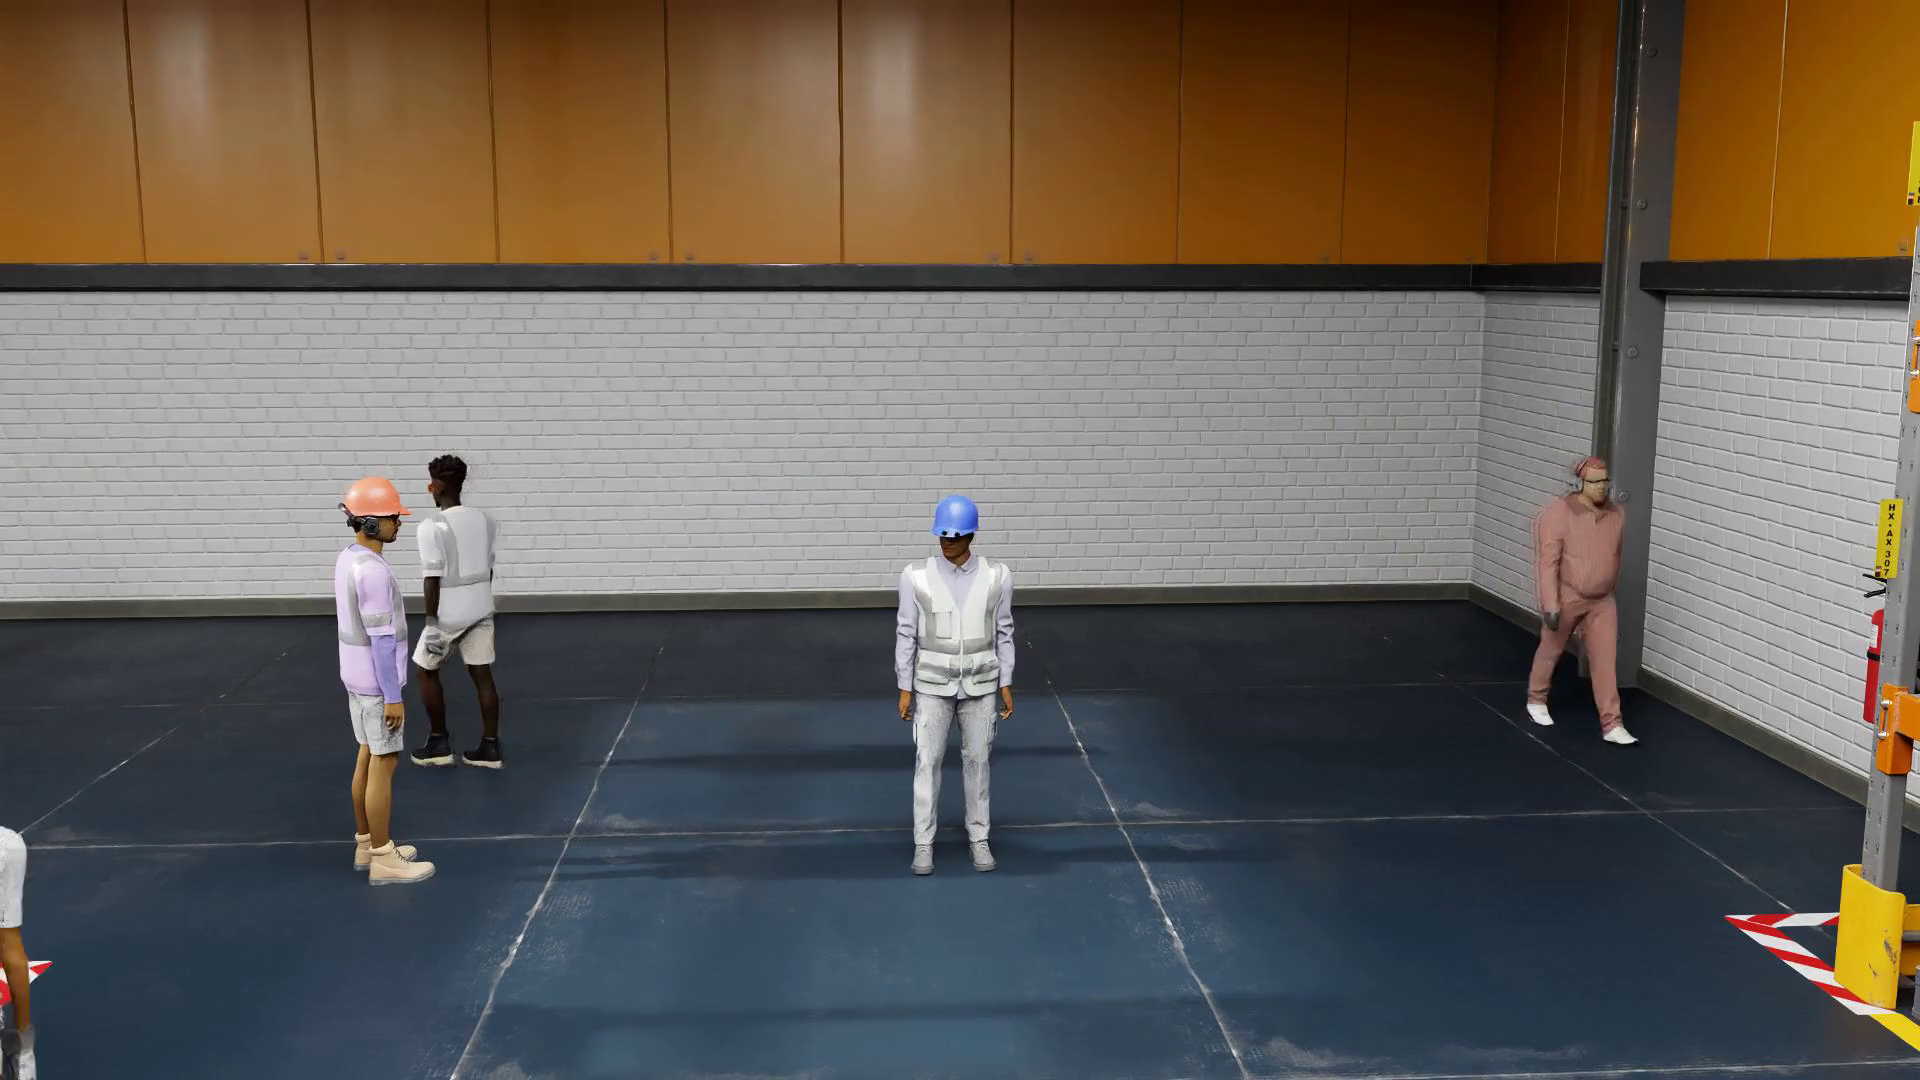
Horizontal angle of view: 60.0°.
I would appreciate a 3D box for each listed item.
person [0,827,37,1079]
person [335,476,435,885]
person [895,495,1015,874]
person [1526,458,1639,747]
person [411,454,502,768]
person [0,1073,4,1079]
[{"bbox_3d":[-2.831,1.410,4.542,0.543,1.836,0.652,-3,10,-18],"label":"person"},{"bbox_3d":[-2.898,0.697,8.333,0.372,2.042,0.615,-6,11,-32],"label":"person"},{"bbox_3d":[-0.021,0.730,8.432,0.615,1.942,0.398,-1,9,-8],"label":"person"},{"bbox_3d":[4.077,0.383,10.925,0.664,1.851,1.013,-2,9,-12],"label":"person"},{"bbox_3d":[-3.142,0.442,10.248,0.727,1.936,0.631,5,10,29],"label":"person"},{"bbox_3d":[-1.745,1.725,2.740,0.699,1.784,0.937,4,10,25],"label":"person"}]
